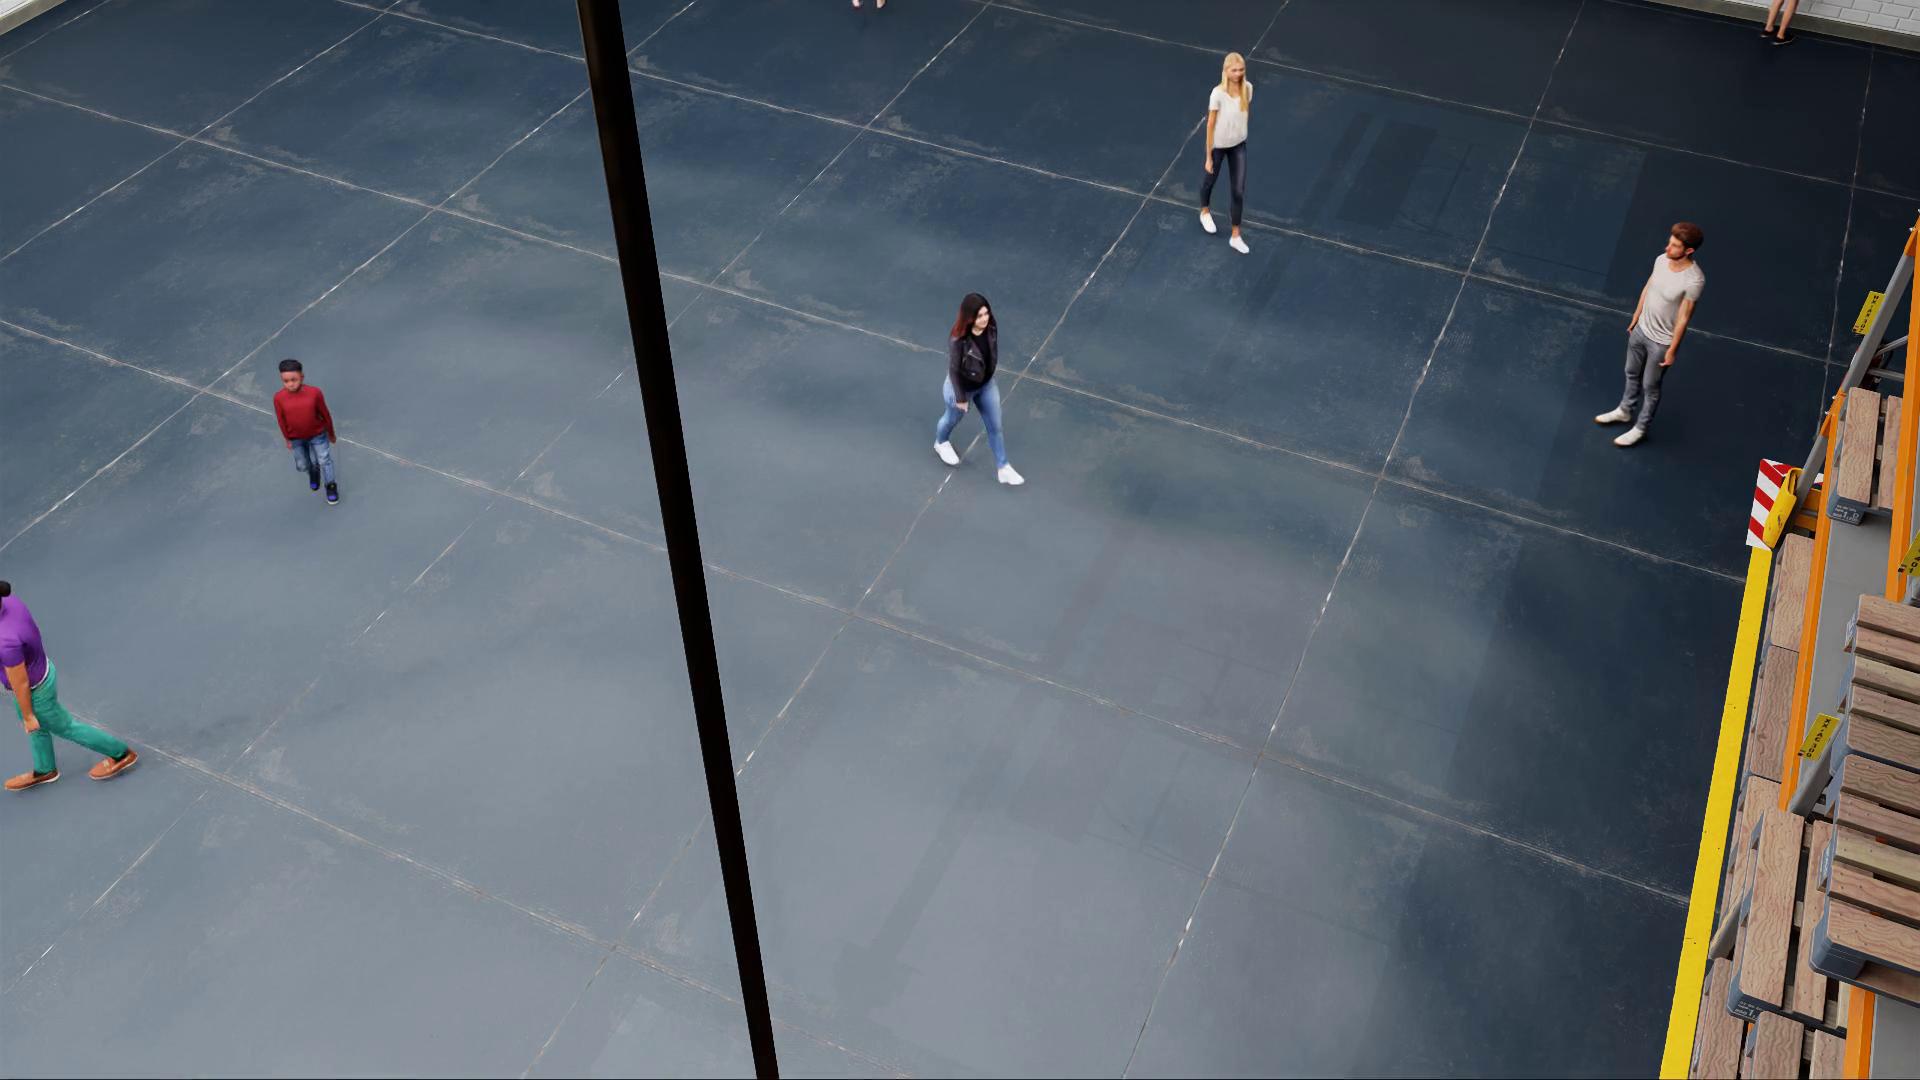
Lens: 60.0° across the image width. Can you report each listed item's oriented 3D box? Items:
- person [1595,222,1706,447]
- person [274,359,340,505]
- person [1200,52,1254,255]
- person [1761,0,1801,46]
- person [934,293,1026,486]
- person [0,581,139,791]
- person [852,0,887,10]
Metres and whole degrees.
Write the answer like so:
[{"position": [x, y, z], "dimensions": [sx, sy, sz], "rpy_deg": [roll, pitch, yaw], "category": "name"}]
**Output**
[{"position": [5.264, -1.559, 12.521], "dimensions": [0.802, 1.889, 0.740], "rpy_deg": [-13, 45, -14], "category": "person"}, {"position": [-4.803, -0.835, 12.225], "dimensions": [0.649, 1.249, 0.708], "rpy_deg": [-12, 45, -12], "category": "person"}, {"position": [2.278, -3.475, 14.610], "dimensions": [0.995, 1.782, 1.058], "rpy_deg": [-13, 45, -14], "category": "person"}, {"position": [8.765, -5.976, 17.395], "dimensions": [0.717, 1.562, 0.651], "rpy_deg": [-14, 45, -14], "category": "person"}, {"position": [0.022, -1.157, 12.310], "dimensions": [1.120, 1.598, 1.007], "rpy_deg": [-30, 51, -27], "category": "person"}, {"position": [-5.520, 0.869, 10.079], "dimensions": [1.121, 1.740, 1.006], "rpy_deg": [-20, 47, -19], "category": "person"}, {"position": [-0.964, -6.525, 17.824], "dimensions": [0.719, 1.765, 0.724], "rpy_deg": [4, 44, 4], "category": "person"}]
